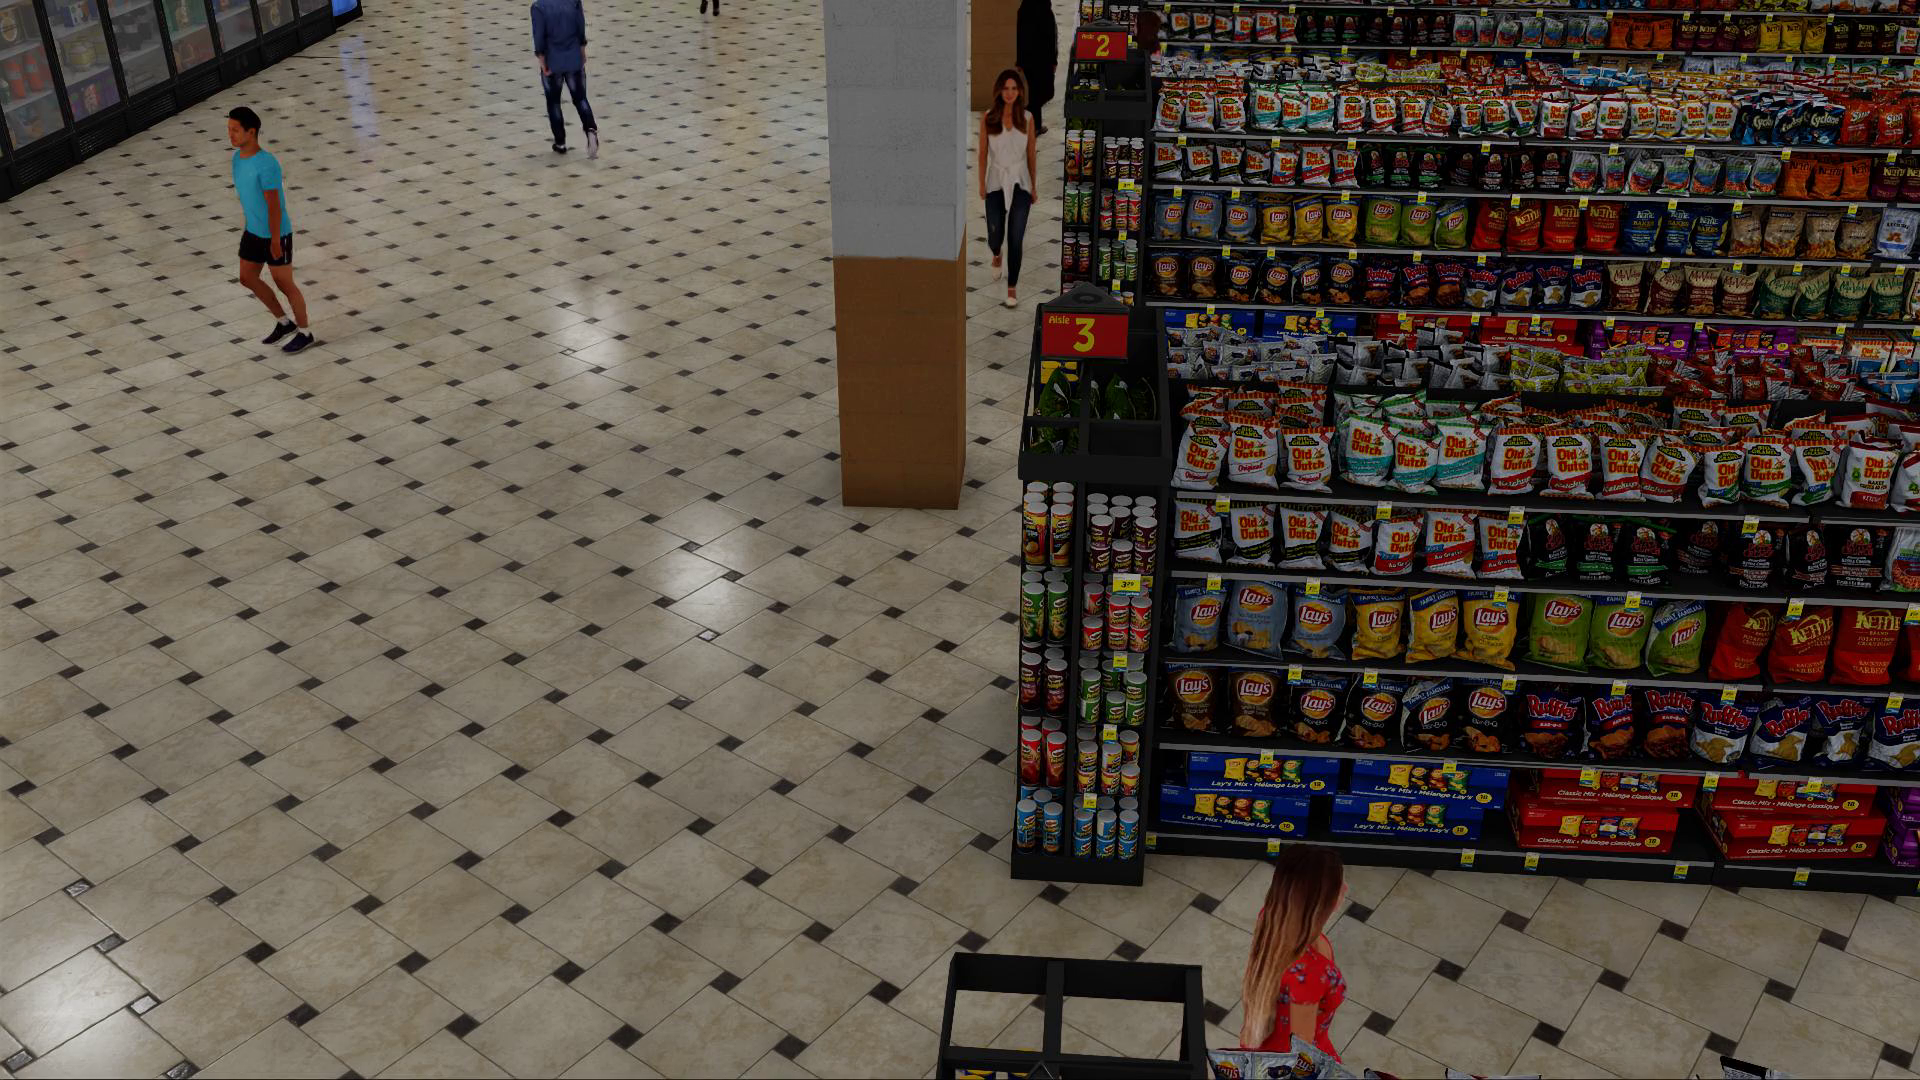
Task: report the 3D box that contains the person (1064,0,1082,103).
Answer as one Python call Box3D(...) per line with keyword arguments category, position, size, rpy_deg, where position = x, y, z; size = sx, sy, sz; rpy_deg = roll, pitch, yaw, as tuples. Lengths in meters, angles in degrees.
Box3D(category="person", position=(1.308, -5.246, 17.604), size=(0.711, 1.542, 0.757), rpy_deg=(22, 36, 35))

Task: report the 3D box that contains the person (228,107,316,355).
Box3D(category="person", position=(-4.812, -2.191, 11.778), size=(0.725, 1.762, 0.814), rpy_deg=(21, 35, 33))

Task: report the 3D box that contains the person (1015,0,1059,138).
Box3D(category="person", position=(0.721, -4.806, 16.741), size=(0.977, 1.596, 0.931), rpy_deg=(-25, 37, -37))

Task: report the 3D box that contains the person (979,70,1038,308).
Box3D(category="person", position=(0.366, -2.699, 12.701), size=(0.808, 1.769, 0.703), rpy_deg=(-1, 29, -1))

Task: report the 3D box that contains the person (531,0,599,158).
Box3D(category="person", position=(-3.814, -4.582, 16.116), size=(1.133, 1.803, 1.119), rpy_deg=(-16, 32, -26))

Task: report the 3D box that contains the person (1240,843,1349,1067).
Box3D(category="person", position=(0.902, 1.590, 5.040), size=(0.768, 1.583, 0.651), rpy_deg=(-3, 29, -5))

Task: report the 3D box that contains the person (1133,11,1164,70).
Box3D(category="person", position=(1.740, -3.674, 14.486), size=(0.935, 1.771, 0.616), rpy_deg=(3, 29, 6))
